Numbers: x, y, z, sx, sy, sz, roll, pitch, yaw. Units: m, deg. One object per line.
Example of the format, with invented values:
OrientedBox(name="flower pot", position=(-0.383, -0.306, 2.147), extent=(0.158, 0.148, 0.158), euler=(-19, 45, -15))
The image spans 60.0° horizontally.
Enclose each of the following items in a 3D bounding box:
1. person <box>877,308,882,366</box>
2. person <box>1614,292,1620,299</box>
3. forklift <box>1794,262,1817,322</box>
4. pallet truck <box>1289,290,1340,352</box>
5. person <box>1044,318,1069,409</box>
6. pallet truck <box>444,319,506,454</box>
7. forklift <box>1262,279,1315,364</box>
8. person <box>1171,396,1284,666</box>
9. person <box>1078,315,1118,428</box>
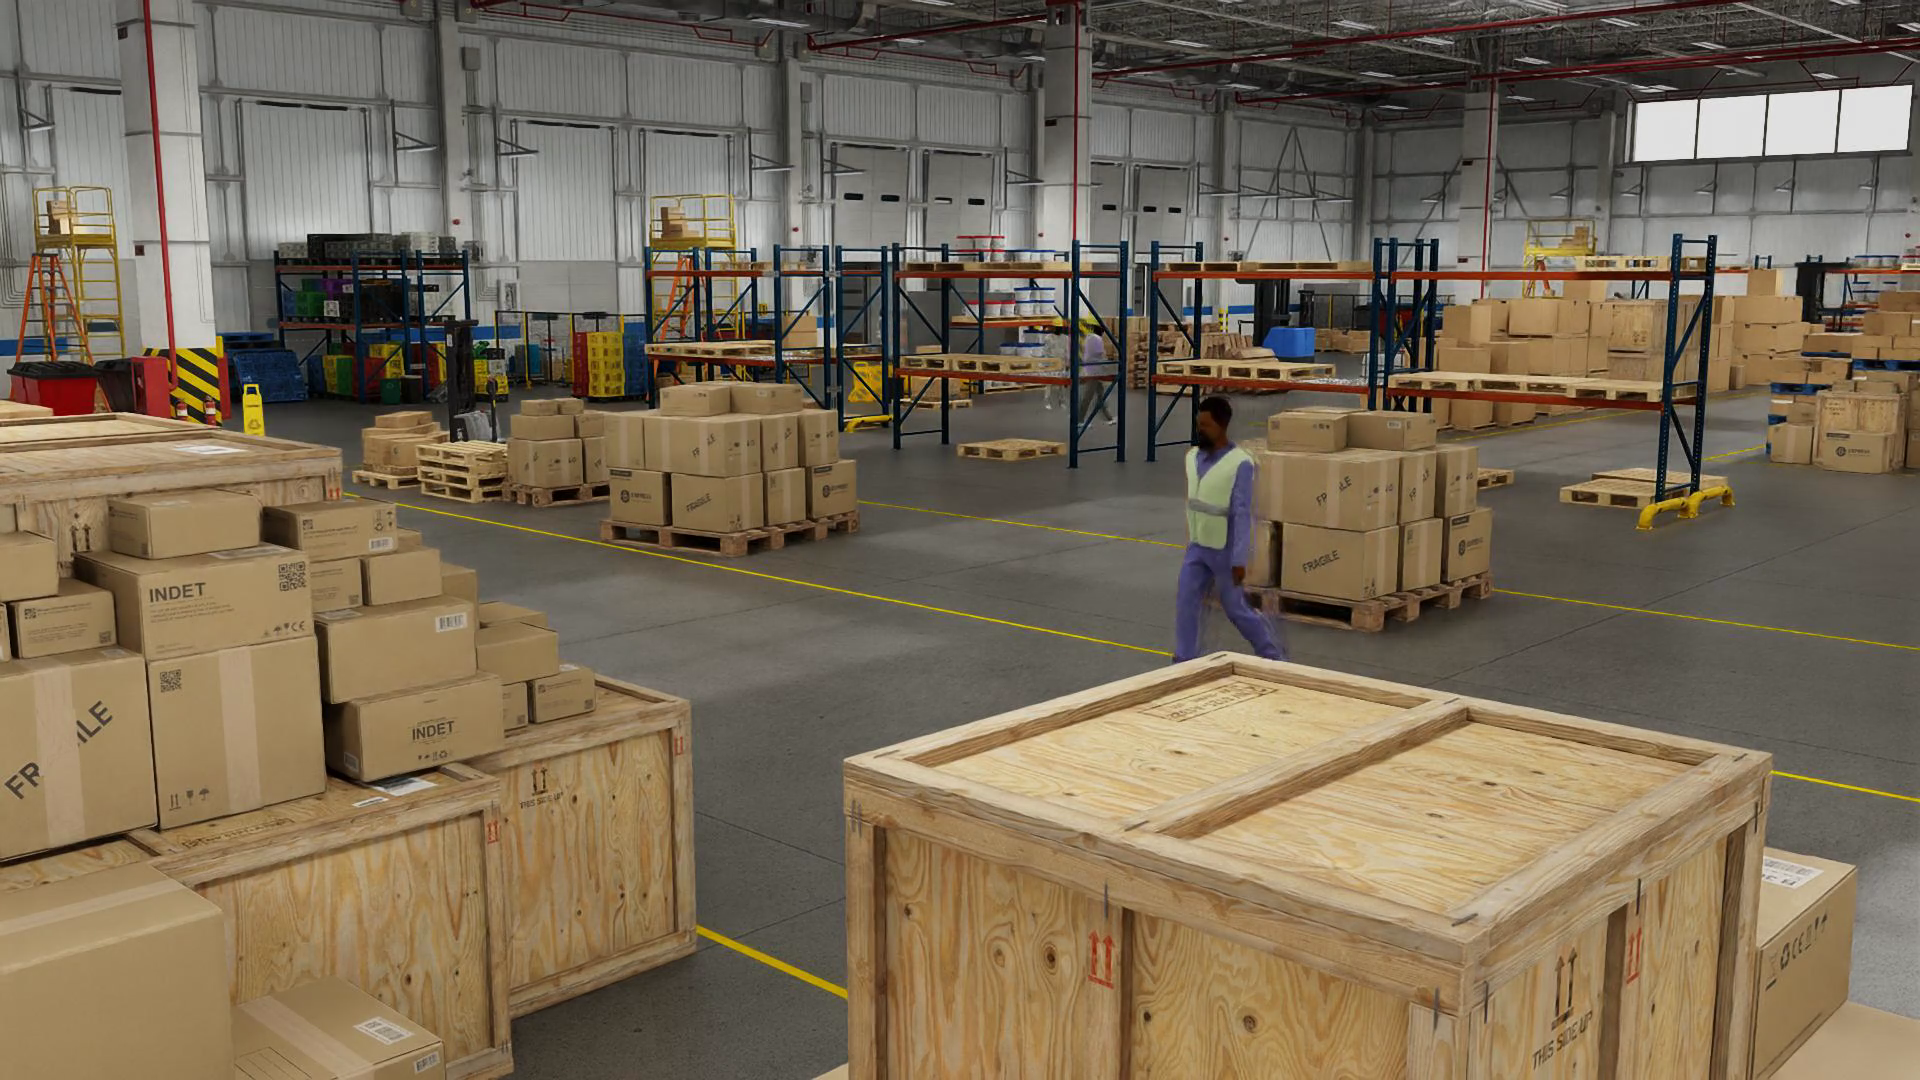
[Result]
OrientedBox(name="person", position=(-2.058, -5.360, 44.232), extent=(0.314, 1.634, 0.515), euler=(1, 9, 3))
OrientedBox(name="person", position=(21.993, -7.333, 55.544), extent=(1.037, 1.875, 0.655), euler=(-7, 12, -36))
OrientedBox(name="forklift", position=(21.982, -5.849, 43.408), extent=(1.873, 2.768, 1.129), euler=(7, 11, 36))
OrientedBox(name="pallet truck", position=(11.297, -6.951, 52.861), extent=(1.885, 1.965, 0.823), euler=(-5, 11, -29))
OrientedBox(name="person", position=(1.832, -3.331, 31.483), extent=(0.482, 1.735, 0.346), euler=(-2, 9, -11))
OrientedBox(name="pallet truck", position=(-6.981, -1.942, 22.150), extent=(1.885, 1.965, 0.823), euler=(1, 9, 9))
OrientedBox(name="forklift", position=(8.555, -6.090, 44.881), extent=(1.873, 2.768, 1.129), euler=(9, 13, 43))
OrientedBox(name="person", position=(1.646, 0.037, 10.381), extent=(0.933, 1.888, 0.601), euler=(-6, 11, -31))
OrientedBox(name="person", position=(2.352, -2.805, 27.791), extent=(0.943, 1.878, 0.598), euler=(-2, 9, -11))
